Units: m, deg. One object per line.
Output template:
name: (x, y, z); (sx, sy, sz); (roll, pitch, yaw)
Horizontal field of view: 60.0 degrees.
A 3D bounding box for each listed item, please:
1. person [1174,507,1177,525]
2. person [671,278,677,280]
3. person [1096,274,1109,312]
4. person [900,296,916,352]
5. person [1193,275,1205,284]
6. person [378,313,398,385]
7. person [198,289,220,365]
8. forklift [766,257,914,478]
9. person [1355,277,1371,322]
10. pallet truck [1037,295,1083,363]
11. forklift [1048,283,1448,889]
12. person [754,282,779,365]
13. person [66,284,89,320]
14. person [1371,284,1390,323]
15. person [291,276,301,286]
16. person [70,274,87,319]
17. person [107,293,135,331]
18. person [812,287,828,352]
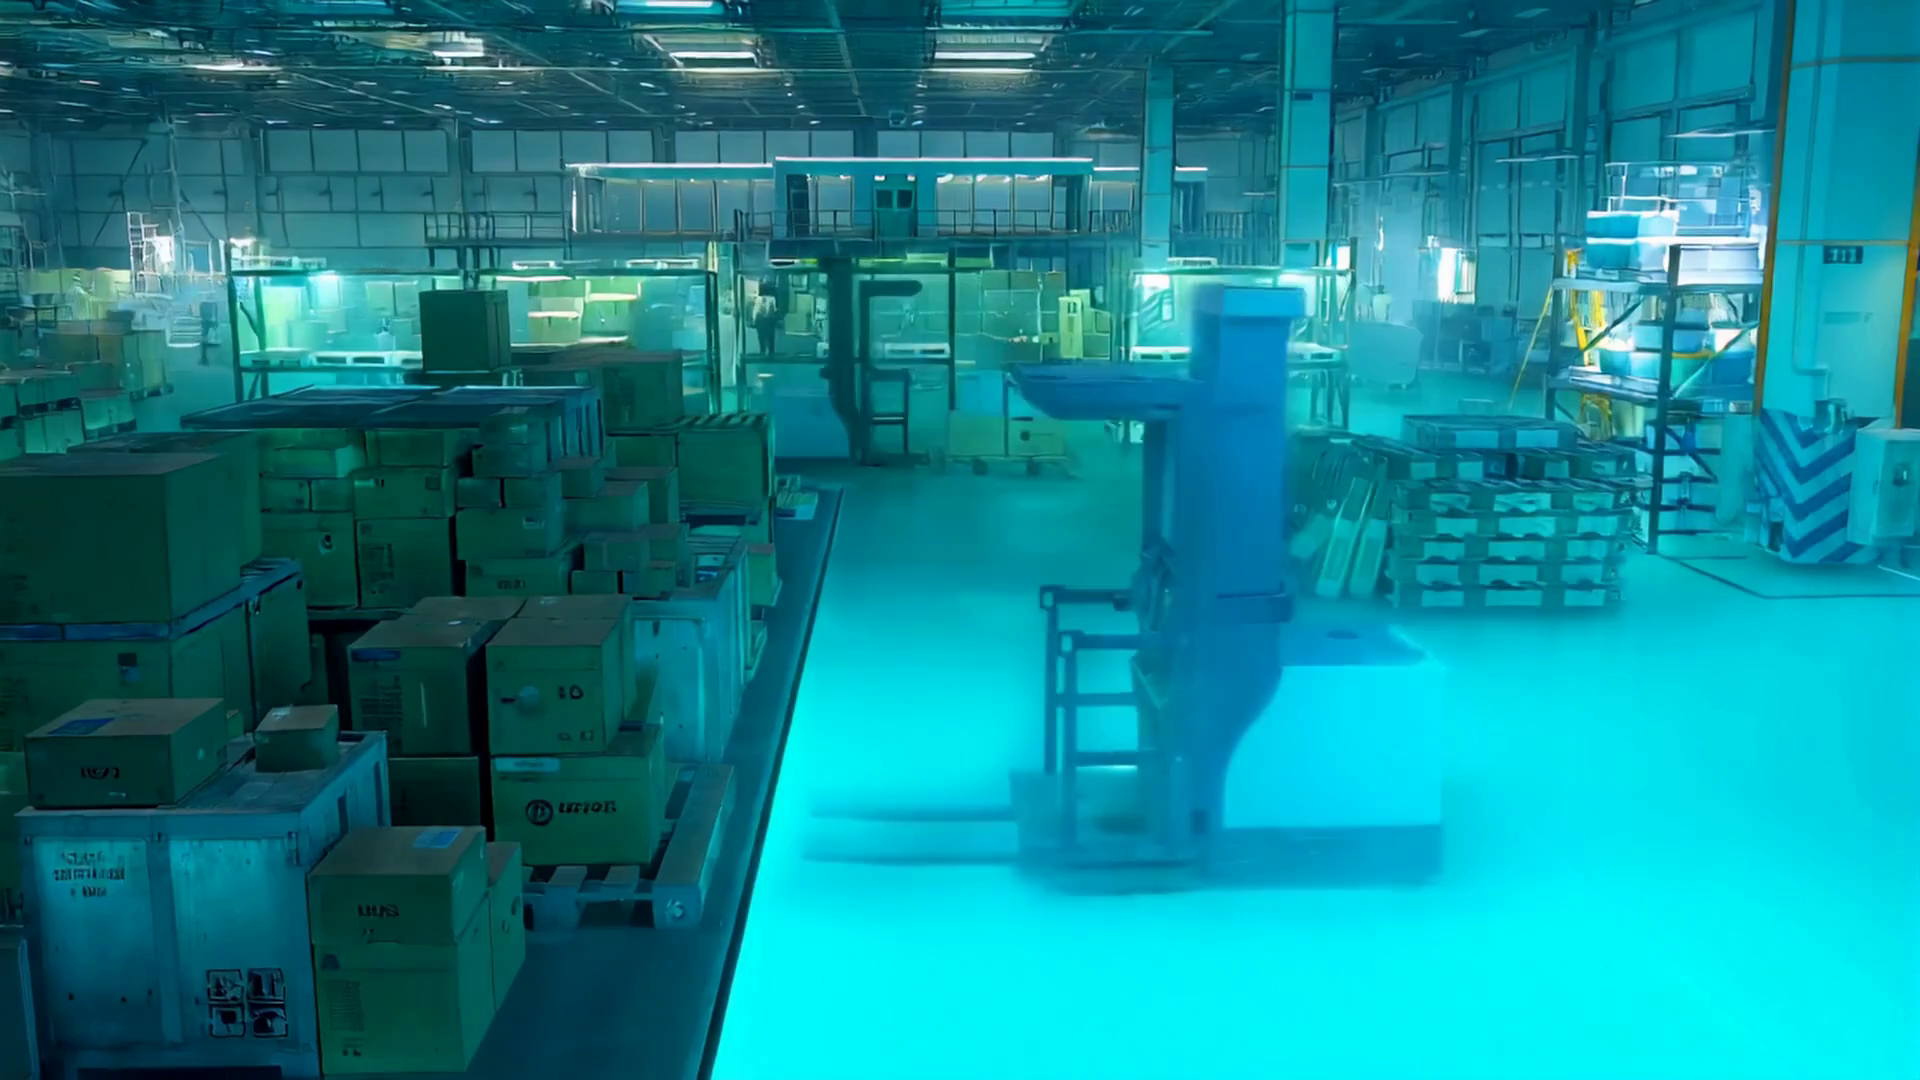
person: (2.047, -0.293, 13.486); (0.701, 1.858, 1.058); (-9, 13, -40)
person: (-9.217, -7.511, 53.668); (0.580, 1.862, 0.668); (-8, 13, -38)
person: (4.929, -8.269, 57.769); (0.391, 1.911, 0.582); (-7, 12, -33)
person: (-1.455, -6.113, 45.668); (0.443, 1.932, 0.649); (-6, 12, -28)
person: (9.279, -9.462, 64.573); (0.519, 1.844, 0.331); (6, 12, 31)
person: (-9.558, -2.846, 27.726); (0.569, 1.850, 0.514); (0, 10, -2)
person: (-18.599, -5.285, 41.252); (0.545, 1.881, 1.042); (0, 10, 2)
forklift: (-1.544, -2.234, 21.425); (1.873, 2.768, 1.129); (0, 10, -2)
person: (13.701, -7.997, 56.426); (0.621, 1.845, 0.429); (6, 12, 31)
pallet truck: (2.483, -3.881, 33.060); (1.885, 1.965, 0.823); (-7, 13, -36)
forklift: (1.333, 0.165, 8.059); (1.873, 2.768, 1.129); (0, 10, -2)
person: (-4.821, -5.324, 40.981); (0.538, 2.000, 0.684); (7, 12, 34)
person: (-25.917, -6.615, 48.878); (0.593, 1.801, 0.836); (-4, 11, -23)
person: (11.962, -6.362, 47.286); (0.551, 1.854, 0.556); (5, 12, 28)
person: (-27.813, -10.279, 69.537); (0.668, 1.699, 0.366); (3, 11, 17)
person: (-30.418, -8.225, 57.510); (0.859, 1.901, 0.563); (1, 10, 4)
person: (-18.024, -4.341, 35.783); (0.603, 1.945, 0.495); (0, 10, -1)
person: (-3.568, -5.722, 43.701); (0.589, 1.864, 0.718); (3, 11, 15)
